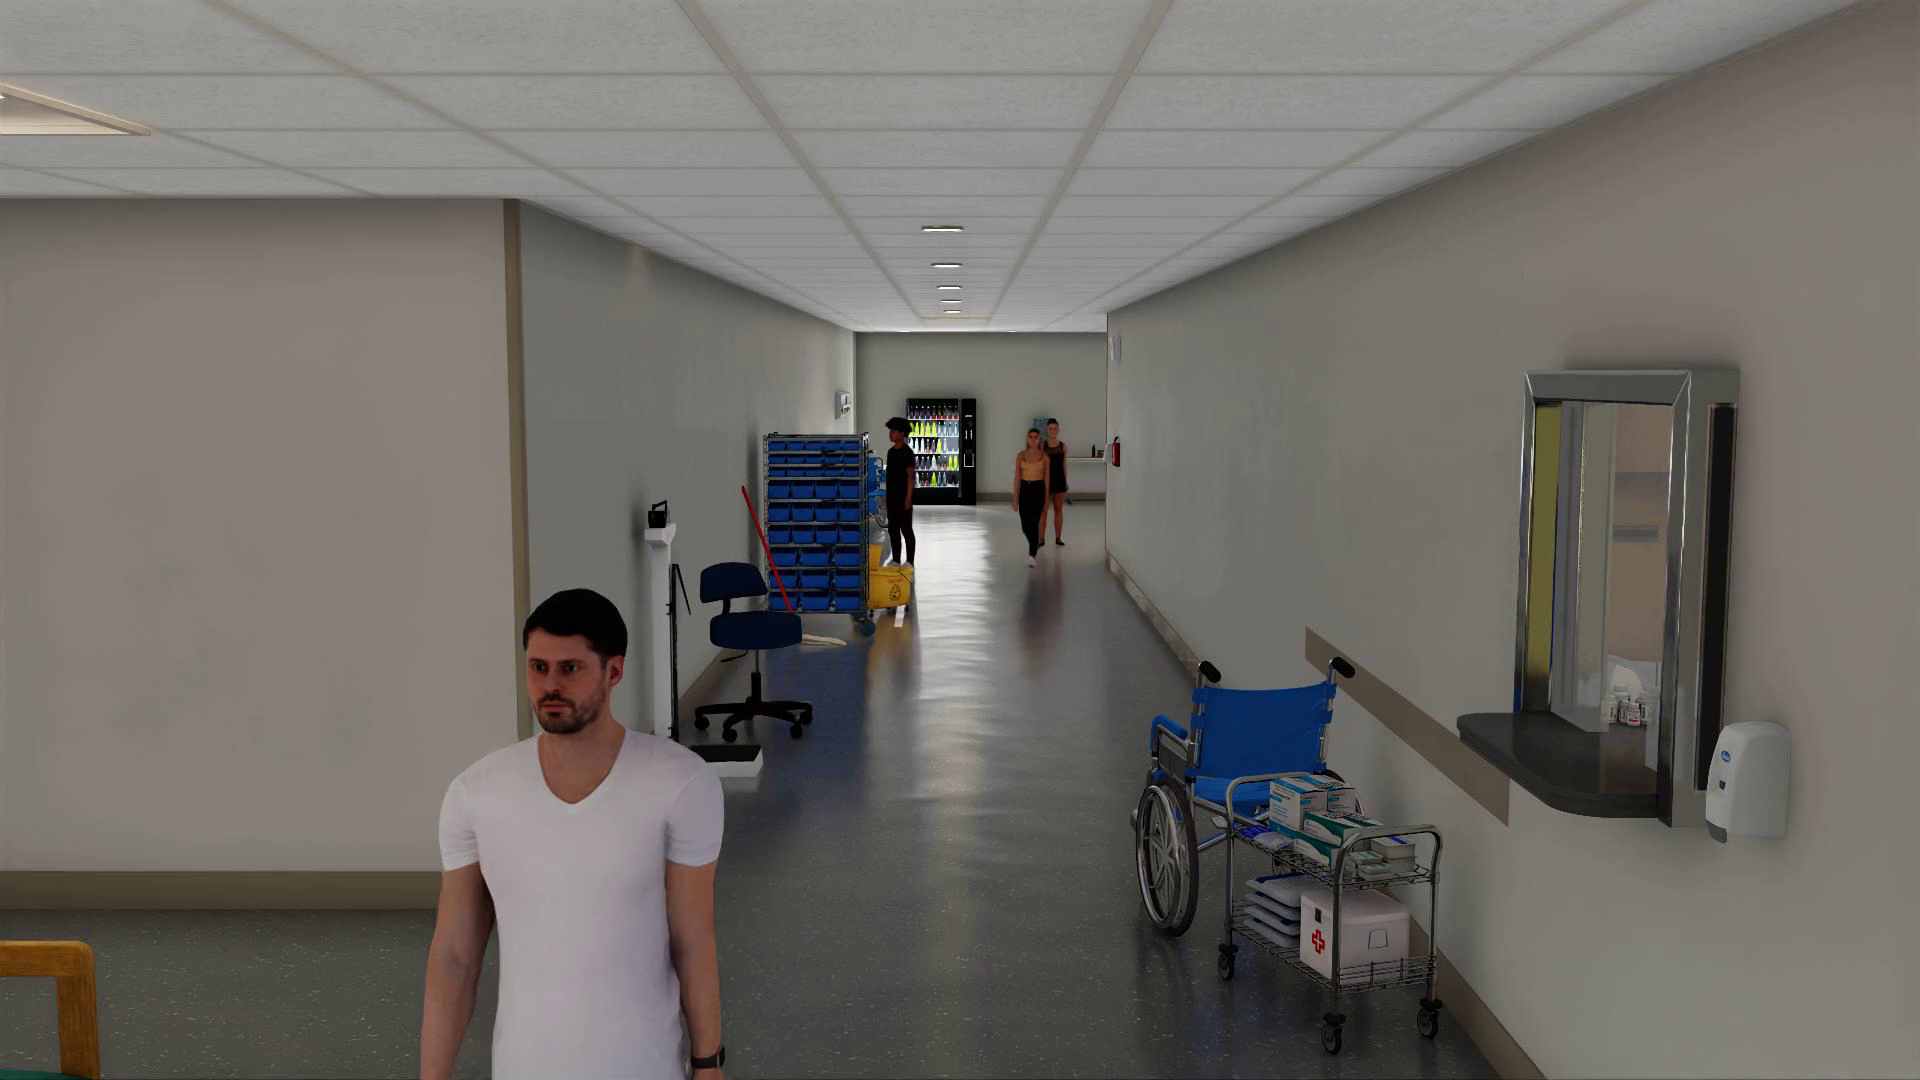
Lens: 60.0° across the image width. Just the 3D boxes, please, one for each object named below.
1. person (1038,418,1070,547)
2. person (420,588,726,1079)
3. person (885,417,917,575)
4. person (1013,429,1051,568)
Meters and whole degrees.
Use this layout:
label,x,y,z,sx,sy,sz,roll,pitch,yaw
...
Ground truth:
label,x,y,z,sx,sy,sz,roll,pitch,yaw
person,1.221,-0.762,21.934,0.540,1.675,0.673,-1,6,-9
person,-0.692,1.038,3.240,1.139,1.835,0.847,1,6,7
person,-0.681,-0.516,18.949,0.735,1.782,0.709,-4,7,-36
person,0.846,-0.486,19.571,1.093,1.599,0.819,1,6,14
